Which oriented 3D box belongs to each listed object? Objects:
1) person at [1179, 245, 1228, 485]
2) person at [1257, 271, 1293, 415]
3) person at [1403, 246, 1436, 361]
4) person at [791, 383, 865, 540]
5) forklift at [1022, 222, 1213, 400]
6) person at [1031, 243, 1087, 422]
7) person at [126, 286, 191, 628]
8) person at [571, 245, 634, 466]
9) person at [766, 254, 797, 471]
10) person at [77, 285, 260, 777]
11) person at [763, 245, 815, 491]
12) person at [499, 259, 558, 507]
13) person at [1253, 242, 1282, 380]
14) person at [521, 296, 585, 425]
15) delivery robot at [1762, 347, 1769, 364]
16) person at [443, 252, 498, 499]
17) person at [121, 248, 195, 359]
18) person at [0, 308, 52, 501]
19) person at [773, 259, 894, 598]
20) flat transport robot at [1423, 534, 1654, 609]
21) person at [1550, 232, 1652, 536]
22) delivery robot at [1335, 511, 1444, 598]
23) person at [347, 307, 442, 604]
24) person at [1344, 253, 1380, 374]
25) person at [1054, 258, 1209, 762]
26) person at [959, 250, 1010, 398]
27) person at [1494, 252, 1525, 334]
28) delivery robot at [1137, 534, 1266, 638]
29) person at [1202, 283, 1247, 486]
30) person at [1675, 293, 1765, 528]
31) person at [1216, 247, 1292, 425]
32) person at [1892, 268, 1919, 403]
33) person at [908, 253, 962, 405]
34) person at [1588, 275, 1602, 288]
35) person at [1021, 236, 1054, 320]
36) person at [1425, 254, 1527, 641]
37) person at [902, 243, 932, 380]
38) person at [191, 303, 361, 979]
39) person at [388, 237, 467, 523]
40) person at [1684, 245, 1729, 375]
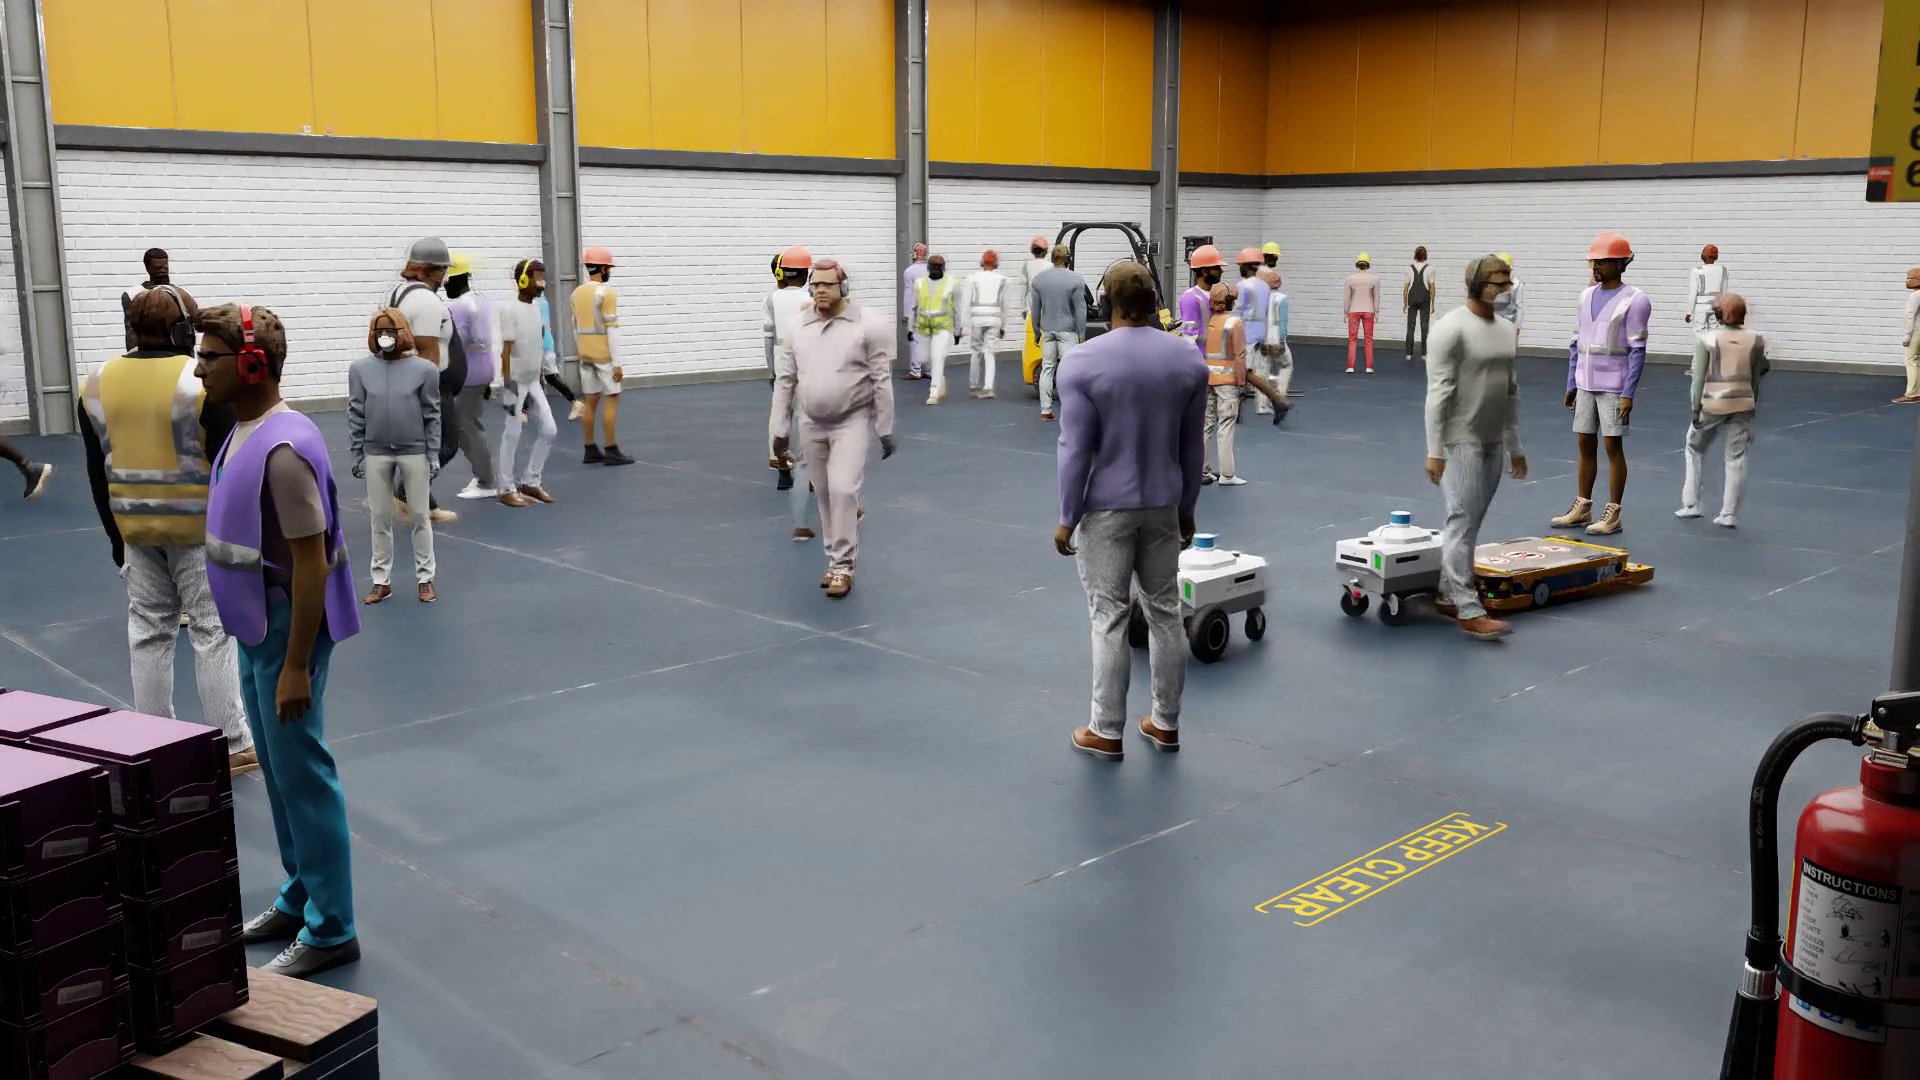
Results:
[{"bbox_3d":[1.990,-1.428,13.600,0.342,1.942,0.552,6,12,28],"label":"person"},{"bbox_3d":[3.542,-2.223,18.810,0.511,1.610,0.529,-8,13,-36],"label":"person"},{"bbox_3d":[7.434,-3.827,26.946,0.504,1.847,0.344,4,11,22],"label":"person"},{"bbox_3d":[-0.928,-0.819,11.231,0.510,1.587,0.837,3,11,16],"label":"person"},{"bbox_3d":[1.935,-2.847,20.651,2.313,2.155,1.214,2,11,13],"label":"forklift"},{"bbox_3d":[1.076,-2.234,18.003,0.638,1.938,0.356,6,12,28],"label":"person"},{"bbox_3d":[-4.107,-0.431,8.644,0.532,1.767,0.328,7,12,32],"label":"person"},{"bbox_3d":[-3.167,-1.624,14.690,0.554,1.934,0.376,8,13,38],"label":"person"},{"bbox_3d":[-1.506,-1.540,14.407,0.322,1.871,0.531,2,11,10],"label":"person"},{"bbox_3d":[-2.898,-0.021,6.201,0.626,1.844,0.429,2,11,9],"label":"person"},{"bbox_3d":[-1.283,-1.352,13.194,0.542,1.939,0.362,4,11,22],"label":"person"},{"bbox_3d":[-3.259,-1.149,12.402,0.530,1.836,0.651,4,11,21],"label":"person"},{"bbox_3d":[4.314,-3.226,23.456,0.383,1.924,0.589,0,10,1],"label":"person"},{"bbox_3d":[-4.469,-2.066,17.846,0.817,1.664,0.527,-9,14,-42],"label":"person"},{"bbox_3d":[11.232,-2.678,23.948,0.707,0.478,0.477,7,13,35],"label":"delivery robot"},{"bbox_3d":[-3.791,-1.247,12.748,0.479,1.896,0.583,-1,10,-6],"label":"person"},{"bbox_3d":[-6.695,-1.482,13.957,0.386,1.918,0.590,7,13,34],"label":"person"},{"bbox_3d":[-7.180,-1.189,12.283,0.639,1.946,0.634,-4,11,-20],"label":"person"},{"bbox_3d":[-0.760,-0.621,9.343,0.680,1.881,0.754,4,11,19],"label":"person"},{"bbox_3d":[3.241,0.167,9.464,1.431,0.197,0.652,-7,13,-34],"label":"flat transport robot"},{"bbox_3d":[4.349,-1.053,11.282,0.370,2.044,0.608,-5,11,-25],"label":"person"},{"bbox_3d":[2.333,0.091,8.847,0.707,0.478,0.477,-7,13,-34],"label":"delivery robot"},{"bbox_3d":[-3.107,-0.461,9.170,0.498,1.633,0.285,-1,10,-8],"label":"person"},{"bbox_3d":[5.880,-3.316,24.377,0.522,1.769,0.311,2,11,10],"label":"person"},{"bbox_3d":[0.649,-0.109,6.427,0.629,1.936,0.372,-4,11,-21],"label":"person"},{"bbox_3d":[0.299,-2.688,20.791,0.658,1.833,0.846,-1,10,-7],"label":"person"},{"bbox_3d":[7.283,-2.965,22.378,0.583,1.806,0.857,9,14,40],"label":"person"},{"bbox_3d":[1.195,0.212,8.184,0.477,0.478,0.707,10,14,42],"label":"delivery robot"},{"bbox_3d":[2.115,-1.259,13.506,0.306,1.640,0.522,-8,13,-37],"label":"person"},{"bbox_3d":[5.322,-0.909,11.638,0.528,1.620,0.583,0,10,1],"label":"person"},{"bbox_3d":[3.148,-2.158,17.702,0.873,1.912,0.549,7,13,35],"label":"person"},{"bbox_3d":[11.571,-2.476,20.184,0.280,1.624,0.493,8,13,39],"label":"person"},{"bbox_3d":[-0.284,-2.563,20.169,0.651,1.812,0.788,4,11,19],"label":"person"},{"bbox_3d":[9.228,-3.311,23.952,0.411,1.913,0.643,8,13,36],"label":"person"},{"bbox_3d":[1.185,-3.528,24.853,0.632,2.018,0.901,8,13,38],"label":"person"},{"bbox_3d":[2.652,-0.471,8.441,0.637,1.940,0.495,-9,13,-39],"label":"person"},{"bbox_3d":[-0.575,-3.195,23.333,0.410,1.909,0.643,10,14,42],"label":"person"},{"bbox_3d":[-1.853,0.278,4.559,0.375,1.843,0.575,-7,12,-33],"label":"person"},{"bbox_3d":[-3.685,-1.090,11.488,0.565,2.000,0.716,-8,13,-36],"label":"person"},{"bbox_3d":[10.751,-3.300,23.971,0.573,1.883,0.356,-1,10,-6],"label":"person"}]
